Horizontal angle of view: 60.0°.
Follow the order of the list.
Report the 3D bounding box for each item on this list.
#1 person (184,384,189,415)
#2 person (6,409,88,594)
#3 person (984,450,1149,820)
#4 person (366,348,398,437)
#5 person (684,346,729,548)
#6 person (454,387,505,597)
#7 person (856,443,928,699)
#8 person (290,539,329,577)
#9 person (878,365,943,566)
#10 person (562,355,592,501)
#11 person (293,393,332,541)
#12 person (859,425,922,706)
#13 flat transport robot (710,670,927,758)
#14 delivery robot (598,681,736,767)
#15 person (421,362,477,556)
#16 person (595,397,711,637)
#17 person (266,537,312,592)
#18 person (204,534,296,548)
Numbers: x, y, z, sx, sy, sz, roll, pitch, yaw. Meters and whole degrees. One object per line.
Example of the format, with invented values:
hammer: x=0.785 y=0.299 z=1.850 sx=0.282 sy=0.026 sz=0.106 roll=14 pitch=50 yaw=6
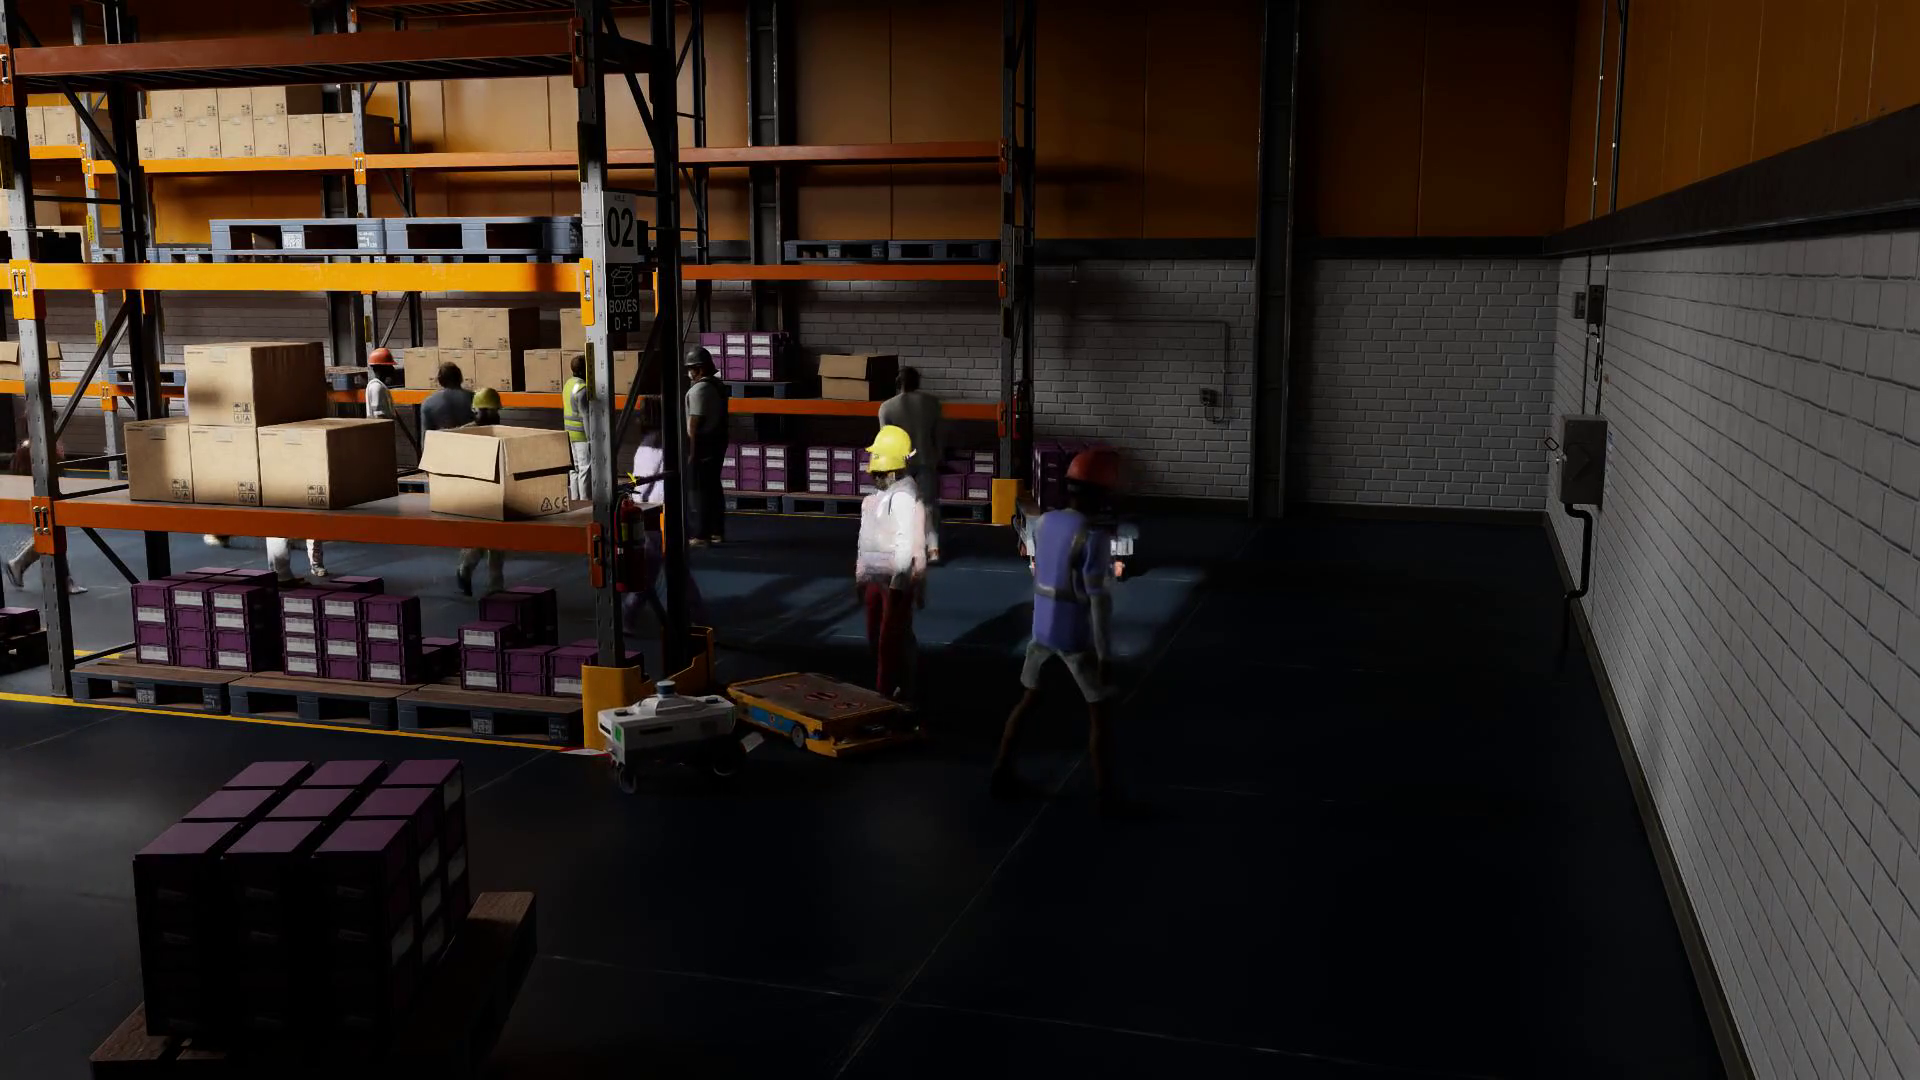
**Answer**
person: x=-8.056 y=-1.064 z=17.770 sx=0.360 sy=1.938 sz=0.635 roll=-6 pitch=11 yaw=-32
person: x=-7.920 y=-0.337 z=14.309 sx=0.704 sy=1.617 sz=0.513 roll=0 pitch=9 yaw=2
person: x=0.574 y=0.485 z=8.547 sx=0.551 sy=1.883 sz=0.769 roll=-7 pitch=12 yaw=-37
person: x=-6.251 y=-1.111 z=18.056 sx=0.363 sy=1.939 sz=0.542 roll=-4 pitch=10 yaw=-21
person: x=-2.611 y=-0.953 z=16.788 sx=0.535 sy=2.000 sz=0.687 roll=2 pitch=10 yaw=12
person: x=-3.952 y=-0.365 z=13.854 sx=0.491 sy=1.820 sz=0.606 roll=7 pitch=11 yaw=35
person: x=-0.415 y=0.260 z=10.313 sx=0.541 sy=1.745 sz=0.737 roll=9 pitch=13 yaw=43
person: x=-6.001 y=-0.641 z=15.025 sx=0.613 sy=1.994 sz=0.382 roll=-5 pitch=11 yaw=-28
person: x=-0.448 y=-0.706 z=15.755 sx=0.641 sy=1.910 sz=0.898 roll=-2 pitch=10 yaw=-11
person: x=-4.150 y=-1.124 z=18.421 sx=0.429 sy=1.846 sz=0.633 roll=-6 pitch=11 yaw=-31
person: x=-6.585 y=-0.885 z=17.037 sx=0.782 sy=1.821 sz=0.633 roll=0 pitch=9 yaw=3
person: x=-0.427 y=0.200 z=10.380 sx=0.403 sy=1.837 sz=0.590 roll=-2 pitch=9 yaw=-11
flat transport robot: x=-0.900 y=1.025 z=10.108 sx=0.652 sy=0.197 sz=1.431 roll=-8 pitch=12 yaw=-39
delivery robot: x=-1.595 y=1.011 z=9.048 sx=0.707 sy=0.478 sz=0.477 roll=-5 pitch=11 yaw=-30
person: x=-4.955 y=-0.801 z=16.359 sx=0.642 sy=1.887 sz=1.049 roll=-4 pitch=10 yaw=-21
person: x=-2.284 y=-0.133 z=12.375 sx=1.011 sy=1.852 sz=0.661 roll=1 pitch=9 yaw=8
person: x=-5.913 y=-0.496 z=14.481 sx=0.356 sy=1.883 sz=0.573 roll=-5 pitch=11 yaw=-29
person: x=-7.094 y=-0.790 z=16.560 sx=0.987 sy=1.791 sz=0.538 roll=3 pitch=10 yaw=16
